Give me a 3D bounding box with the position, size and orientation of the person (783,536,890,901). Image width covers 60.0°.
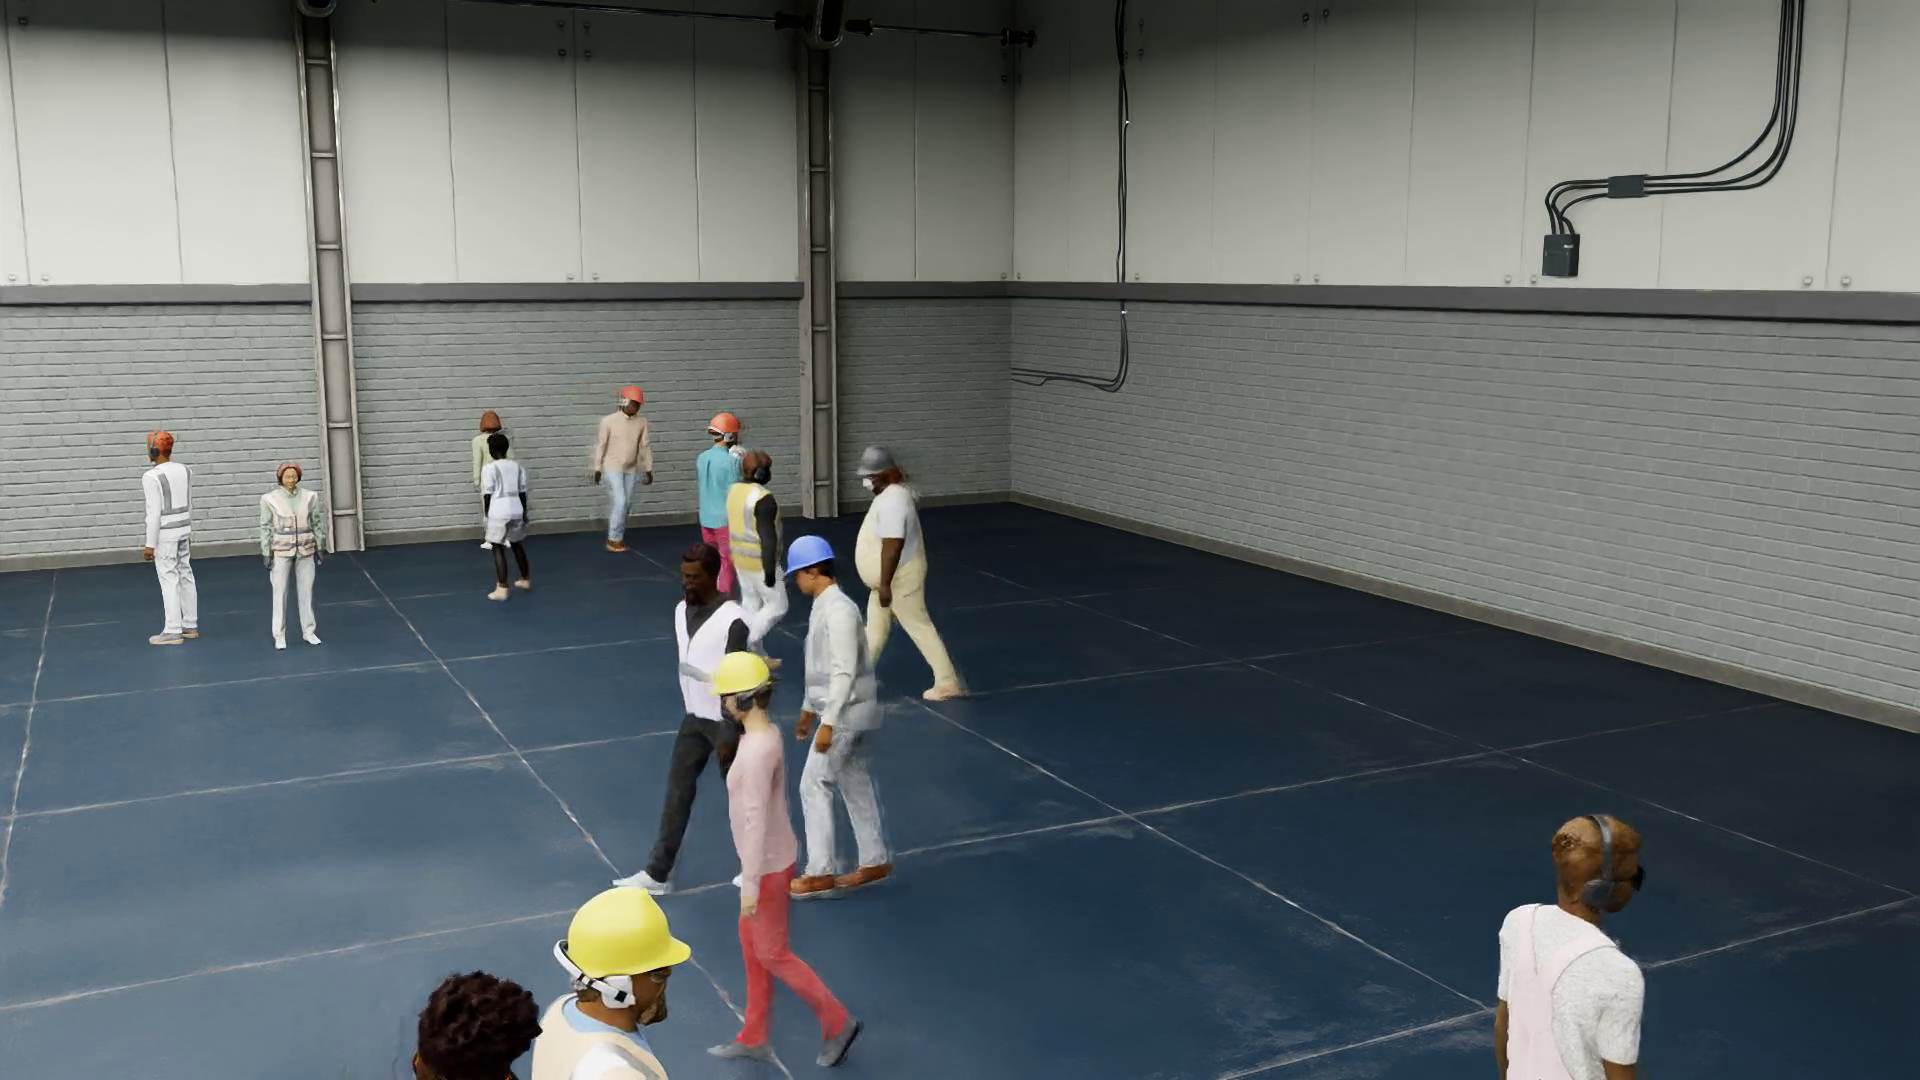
[{"bbox_3d":[-0.697,0.929,8.767,0.704,1.891,0.635,-1,9,-7],"label":"person"}]

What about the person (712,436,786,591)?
[{"bbox_3d":[-2.174,-0.302,16.490,0.858,1.855,0.577,-1,9,-8],"label":"person"}]

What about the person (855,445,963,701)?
[{"bbox_3d":[-0.485,0.223,12.652,1.045,2.000,0.701,-1,9,-7],"label":"person"}]

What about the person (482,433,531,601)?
[{"bbox_3d":[-4.570,-0.256,16.830,0.480,1.655,0.711,5,10,28],"label":"person"}]

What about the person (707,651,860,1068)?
[{"bbox_3d":[-0.753,1.331,6.824,0.548,1.780,0.552,0,9,-3],"label":"person"}]

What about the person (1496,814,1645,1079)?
[{"bbox_3d":[1.670,1.641,4.552,0.357,1.841,0.540,-4,10,-21],"label":"person"}]

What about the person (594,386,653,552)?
[{"bbox_3d":[-3.920,-0.825,19.379,0.637,1.946,0.634,9,13,44],"label":"person"}]

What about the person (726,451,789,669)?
[{"bbox_3d":[-1.653,0.187,13.518,0.445,1.829,0.651,-7,11,-36],"label":"person"}]

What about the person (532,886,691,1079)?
[{"bbox_3d":[-0.821,1.724,4.045,0.403,1.830,0.601,-5,10,-27],"label":"person"}]

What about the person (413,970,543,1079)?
[{"bbox_3d":[-1.050,1.820,3.214,0.731,1.927,0.461,-4,10,-25],"label":"person"}]

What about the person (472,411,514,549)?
[{"bbox_3d":[-5.503,-0.709,19.643,0.497,1.635,0.286,-7,11,-35],"label":"person"}]

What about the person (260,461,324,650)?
[{"bbox_3d":[-5.813,0.126,14.493,0.523,1.636,0.310,-7,12,-39],"label":"person"}]

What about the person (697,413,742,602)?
[{"bbox_3d":[-2.171,-0.171,15.270,0.414,1.985,0.611,-9,13,-44],"label":"person"}]

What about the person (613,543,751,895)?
[{"bbox_3d":[-1.348,0.949,8.735,0.952,1.875,0.606,-9,13,-42],"label":"person"}]

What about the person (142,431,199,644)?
[{"bbox_3d":[-6.976,-0.022,14.653,0.356,1.883,0.573,1,9,9],"label":"person"}]
